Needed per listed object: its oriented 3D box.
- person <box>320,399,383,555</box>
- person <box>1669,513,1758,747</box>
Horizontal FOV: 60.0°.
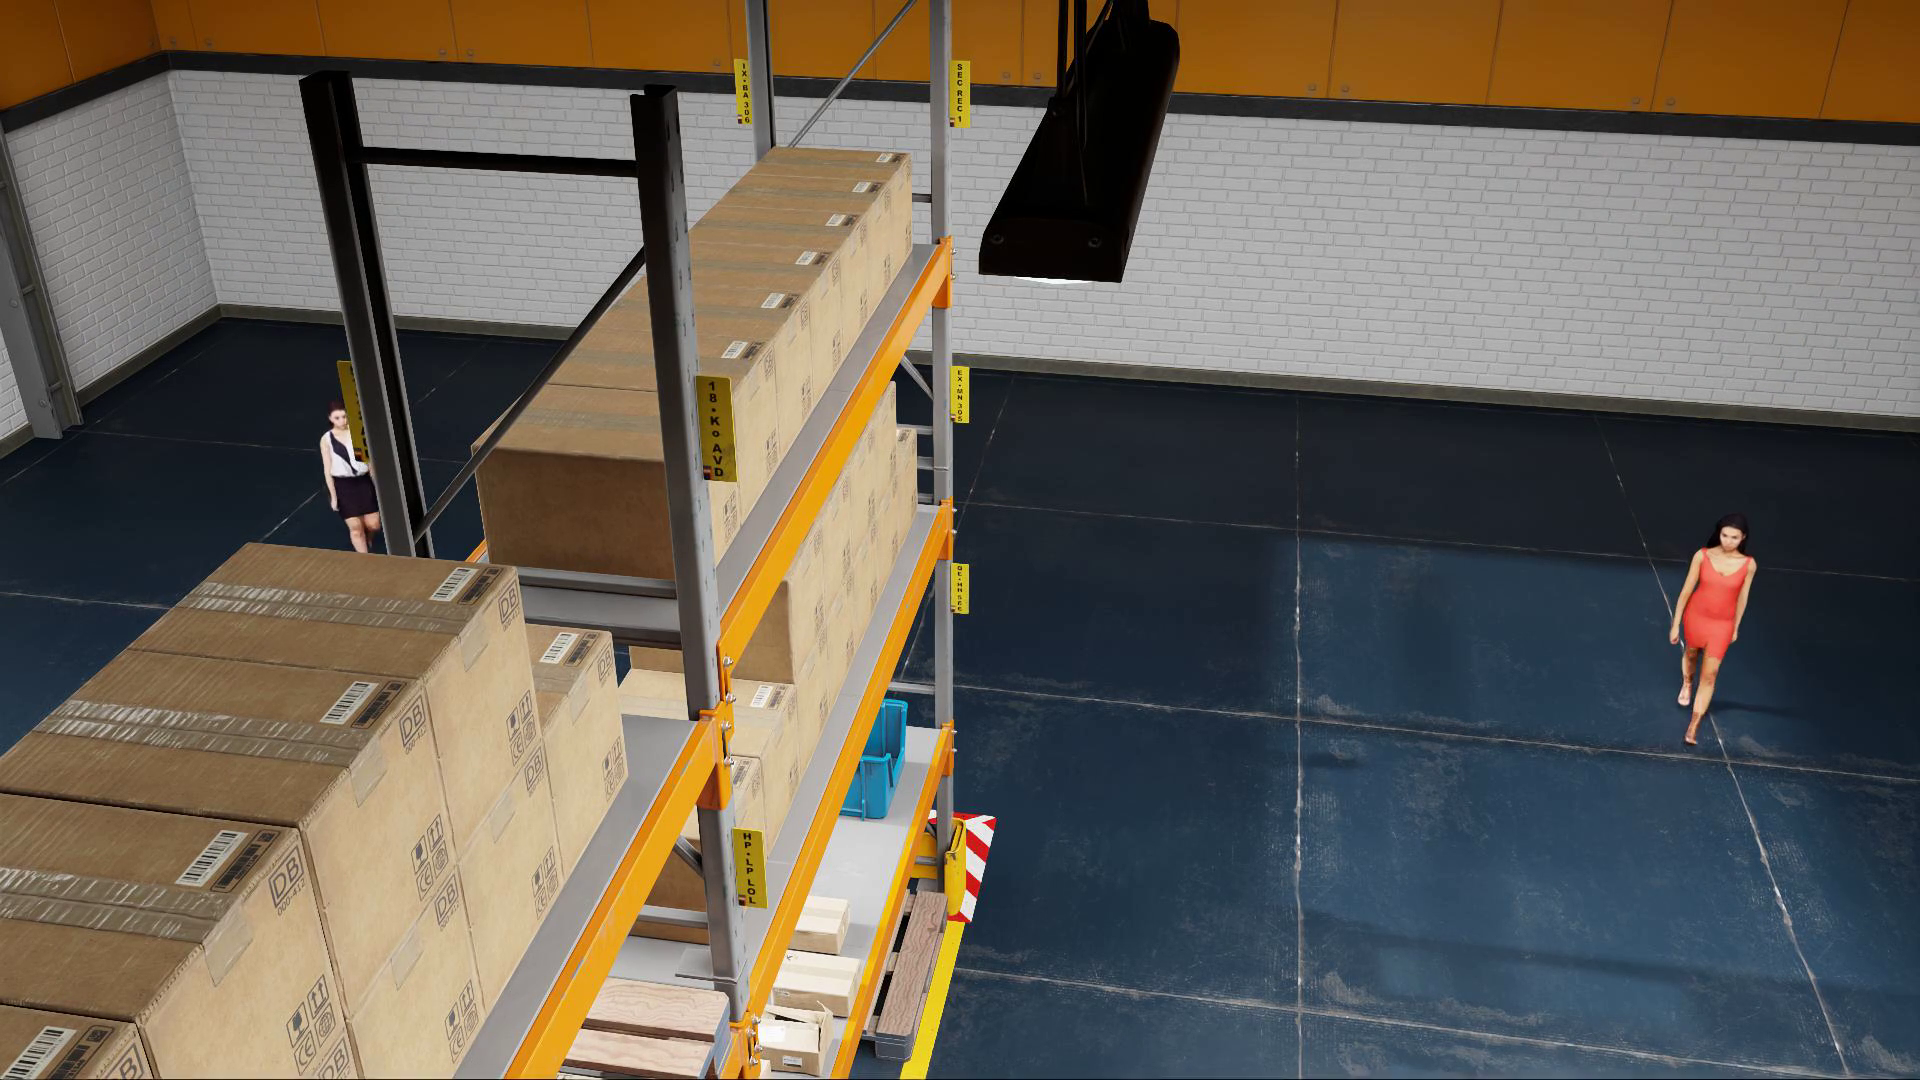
[{"bbox_3d":[-5.032,-0.422,13.736,0.749,1.638,0.812,-17,33,-29],"label":"person"},{"bbox_3d":[5.346,0.571,11.896,0.849,1.657,1.216,14,31,23],"label":"person"}]
